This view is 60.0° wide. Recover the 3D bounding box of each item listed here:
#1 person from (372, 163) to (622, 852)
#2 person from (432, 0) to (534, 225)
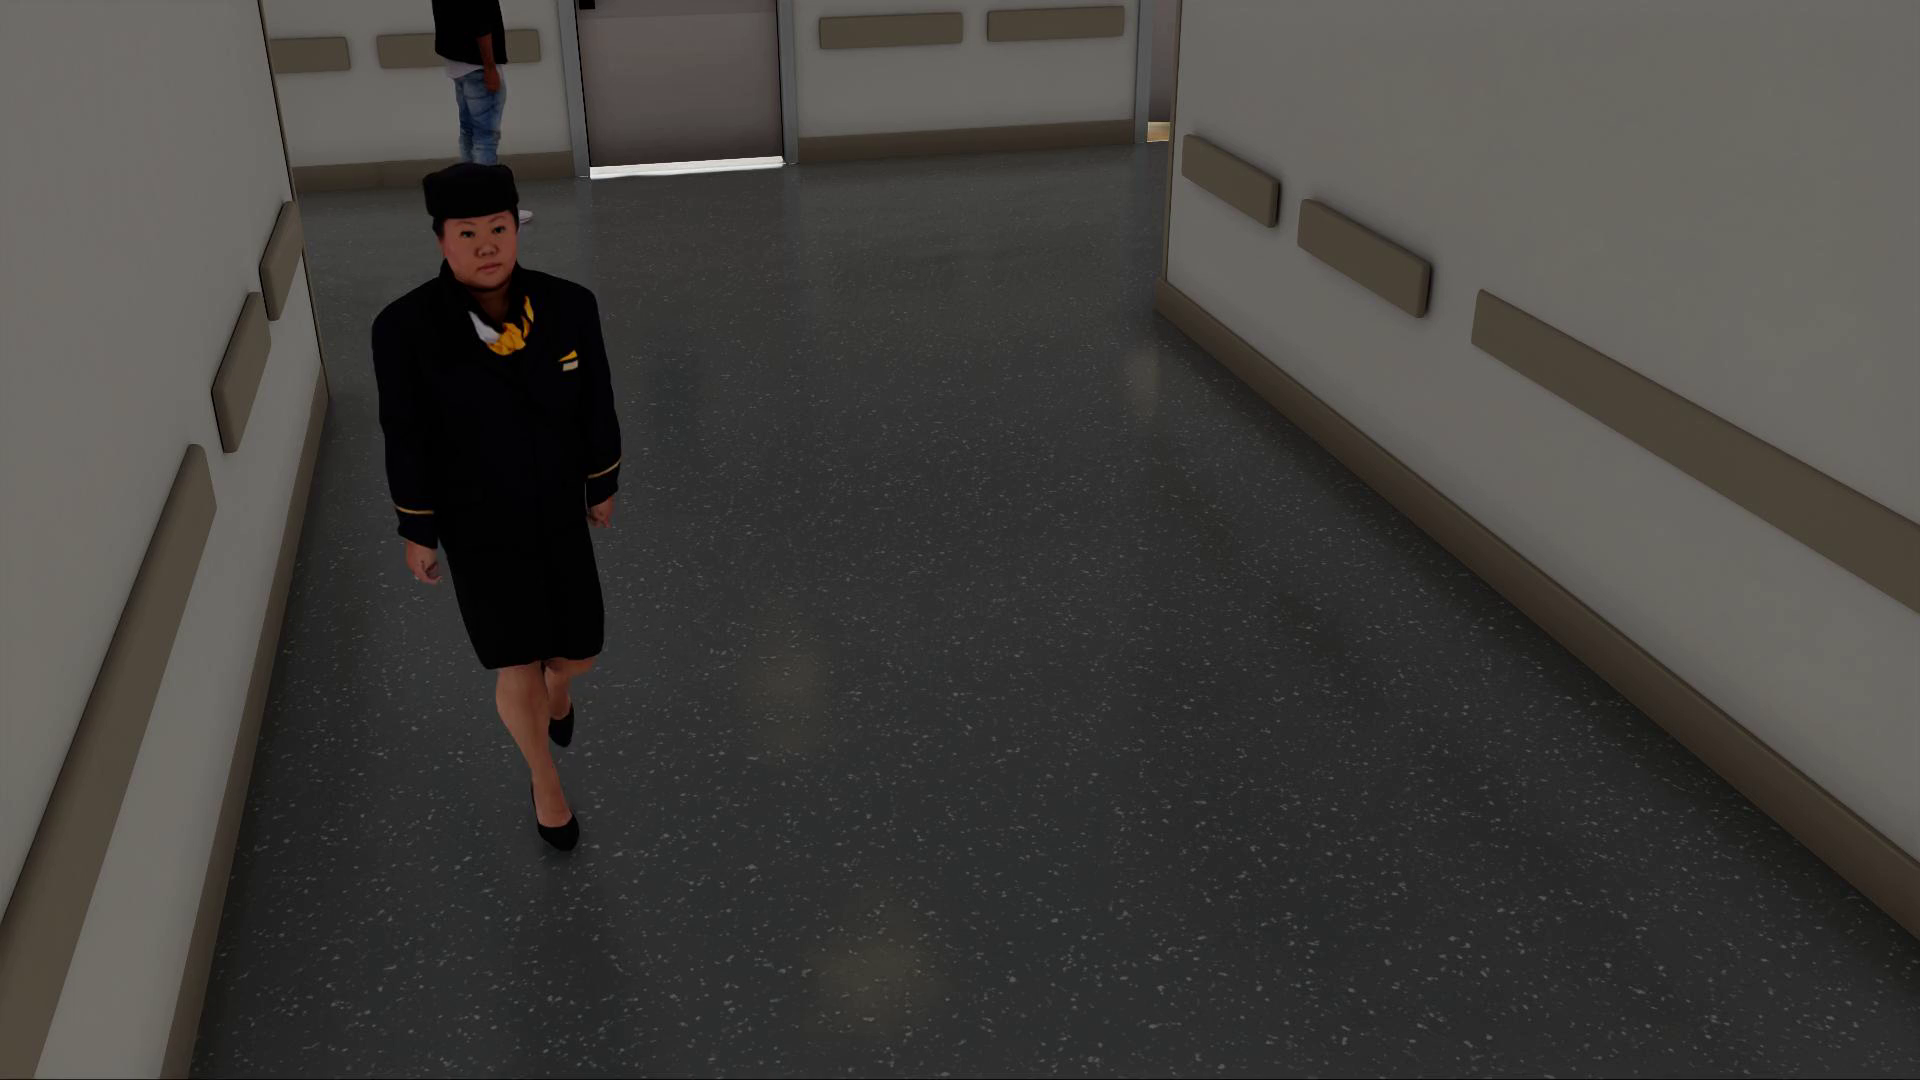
[{"bbox_3d":[-1.063,-0.065,3.936,0.750,1.662,0.816,-11,28,-22],"label":"person"},{"bbox_3d":[-2.696,-2.673,9.169,0.686,1.815,0.747,-14,29,-26],"label":"person"}]
